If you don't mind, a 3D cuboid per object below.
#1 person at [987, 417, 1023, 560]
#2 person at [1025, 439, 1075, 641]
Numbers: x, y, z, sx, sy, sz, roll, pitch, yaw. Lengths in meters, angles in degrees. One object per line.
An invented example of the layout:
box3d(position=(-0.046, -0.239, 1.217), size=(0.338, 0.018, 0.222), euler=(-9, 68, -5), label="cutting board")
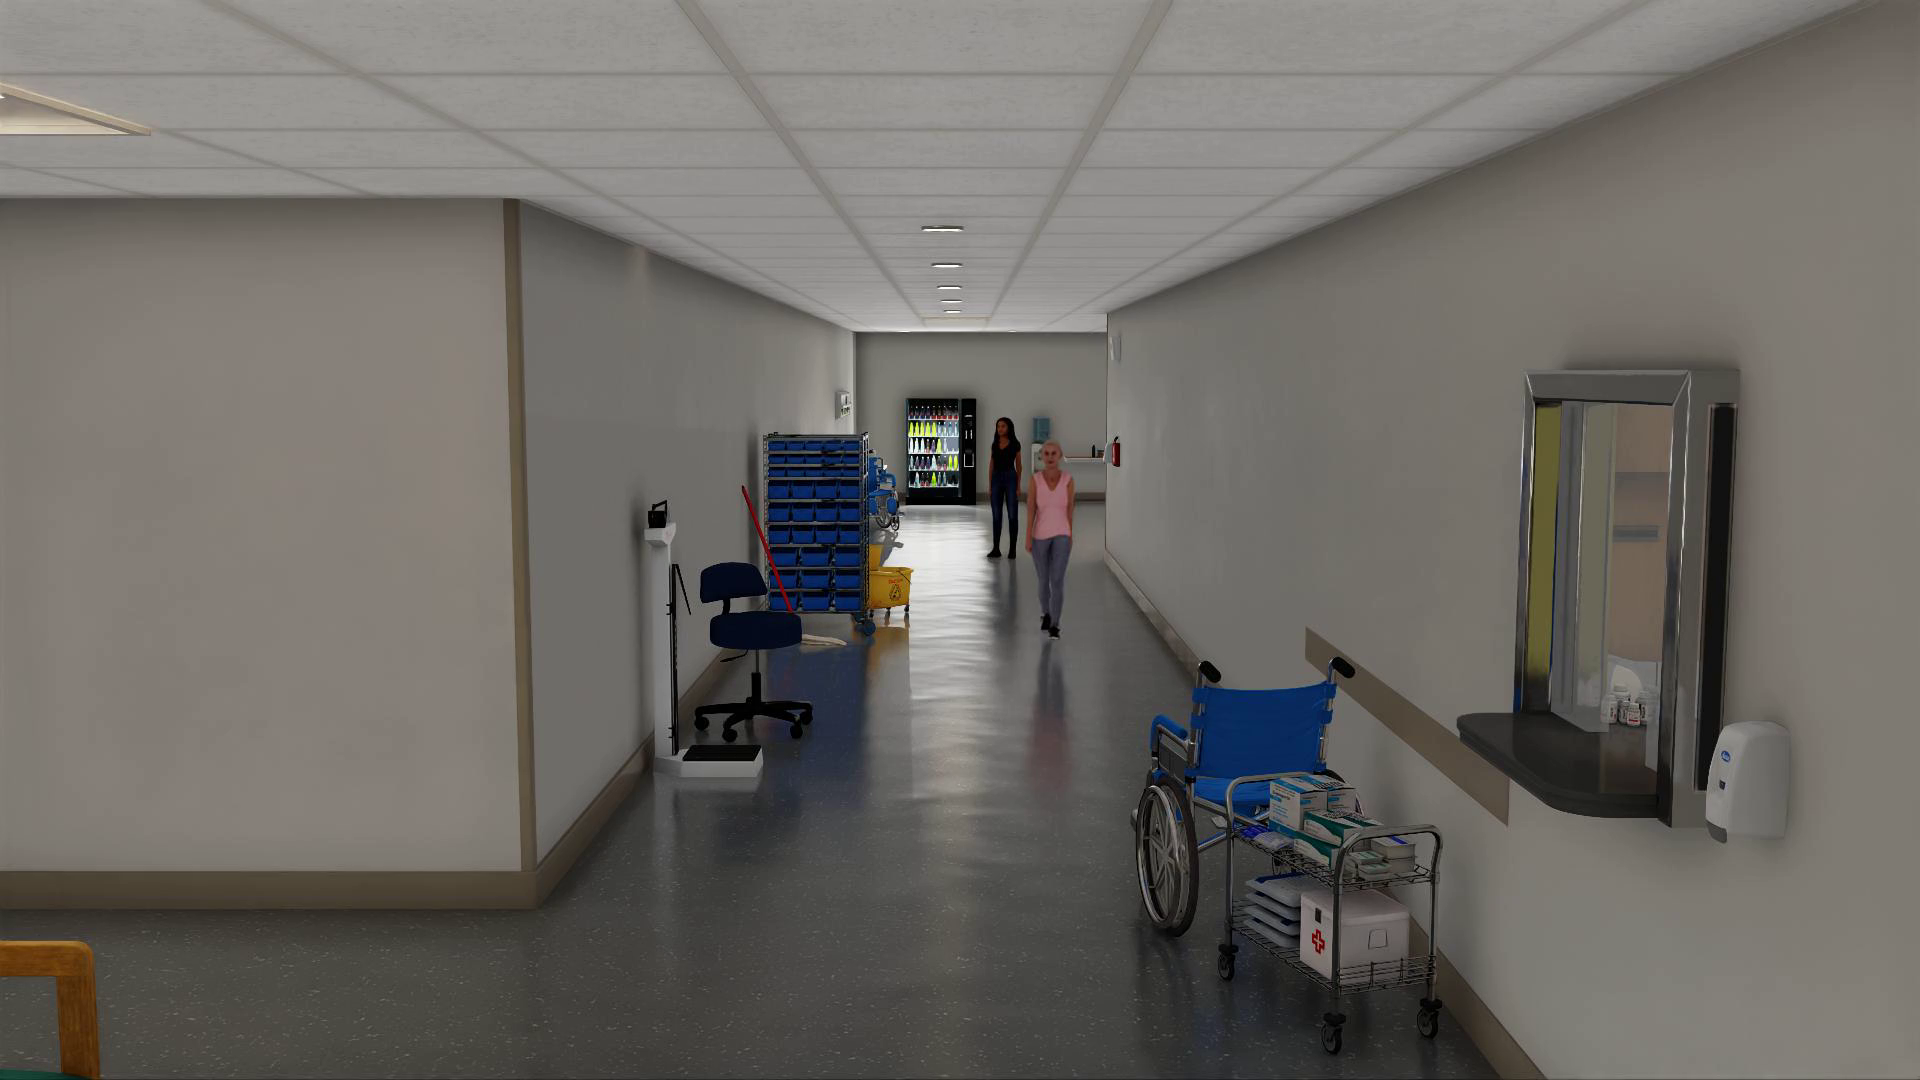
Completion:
box3d(position=(0.558, -0.645, 20.455), size=(0.570, 1.738, 0.692), euler=(2, 6, 18), label="person")
box3d(position=(0.773, 0.010, 14.229), size=(1.087, 1.682, 0.685), euler=(1, 6, 6), label="person")
